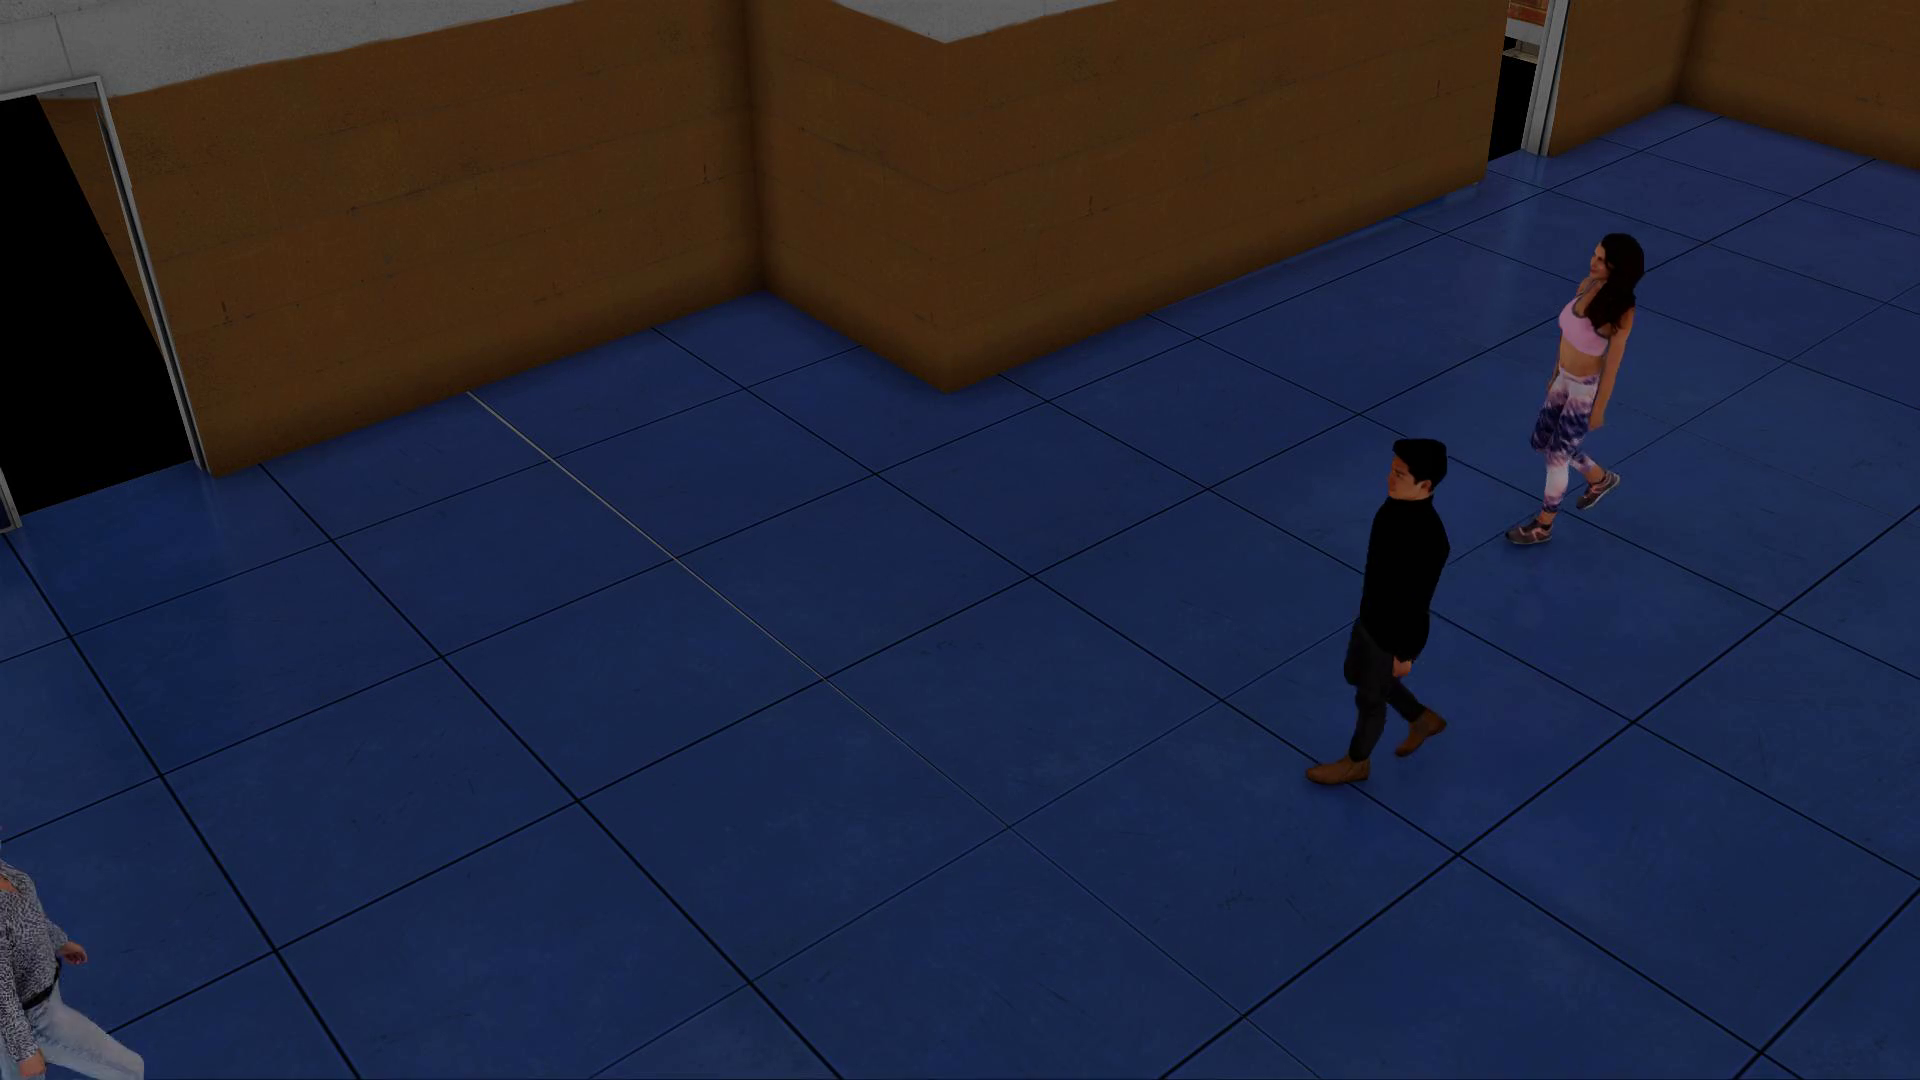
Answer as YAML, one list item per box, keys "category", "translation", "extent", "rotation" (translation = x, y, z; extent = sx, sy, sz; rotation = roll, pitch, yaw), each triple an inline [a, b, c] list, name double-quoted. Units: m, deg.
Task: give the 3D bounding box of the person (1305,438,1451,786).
- category: "person"
  translation: [1.848, 0.320, 6.905]
  extent: [0.973, 1.715, 0.934]
  rotation: [-1, 34, -2]

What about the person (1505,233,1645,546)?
- category: "person"
  translation: [3.232, -0.752, 8.481]
  extent: [0.899, 1.754, 0.915]
  rotation: [-5, 34, -8]
